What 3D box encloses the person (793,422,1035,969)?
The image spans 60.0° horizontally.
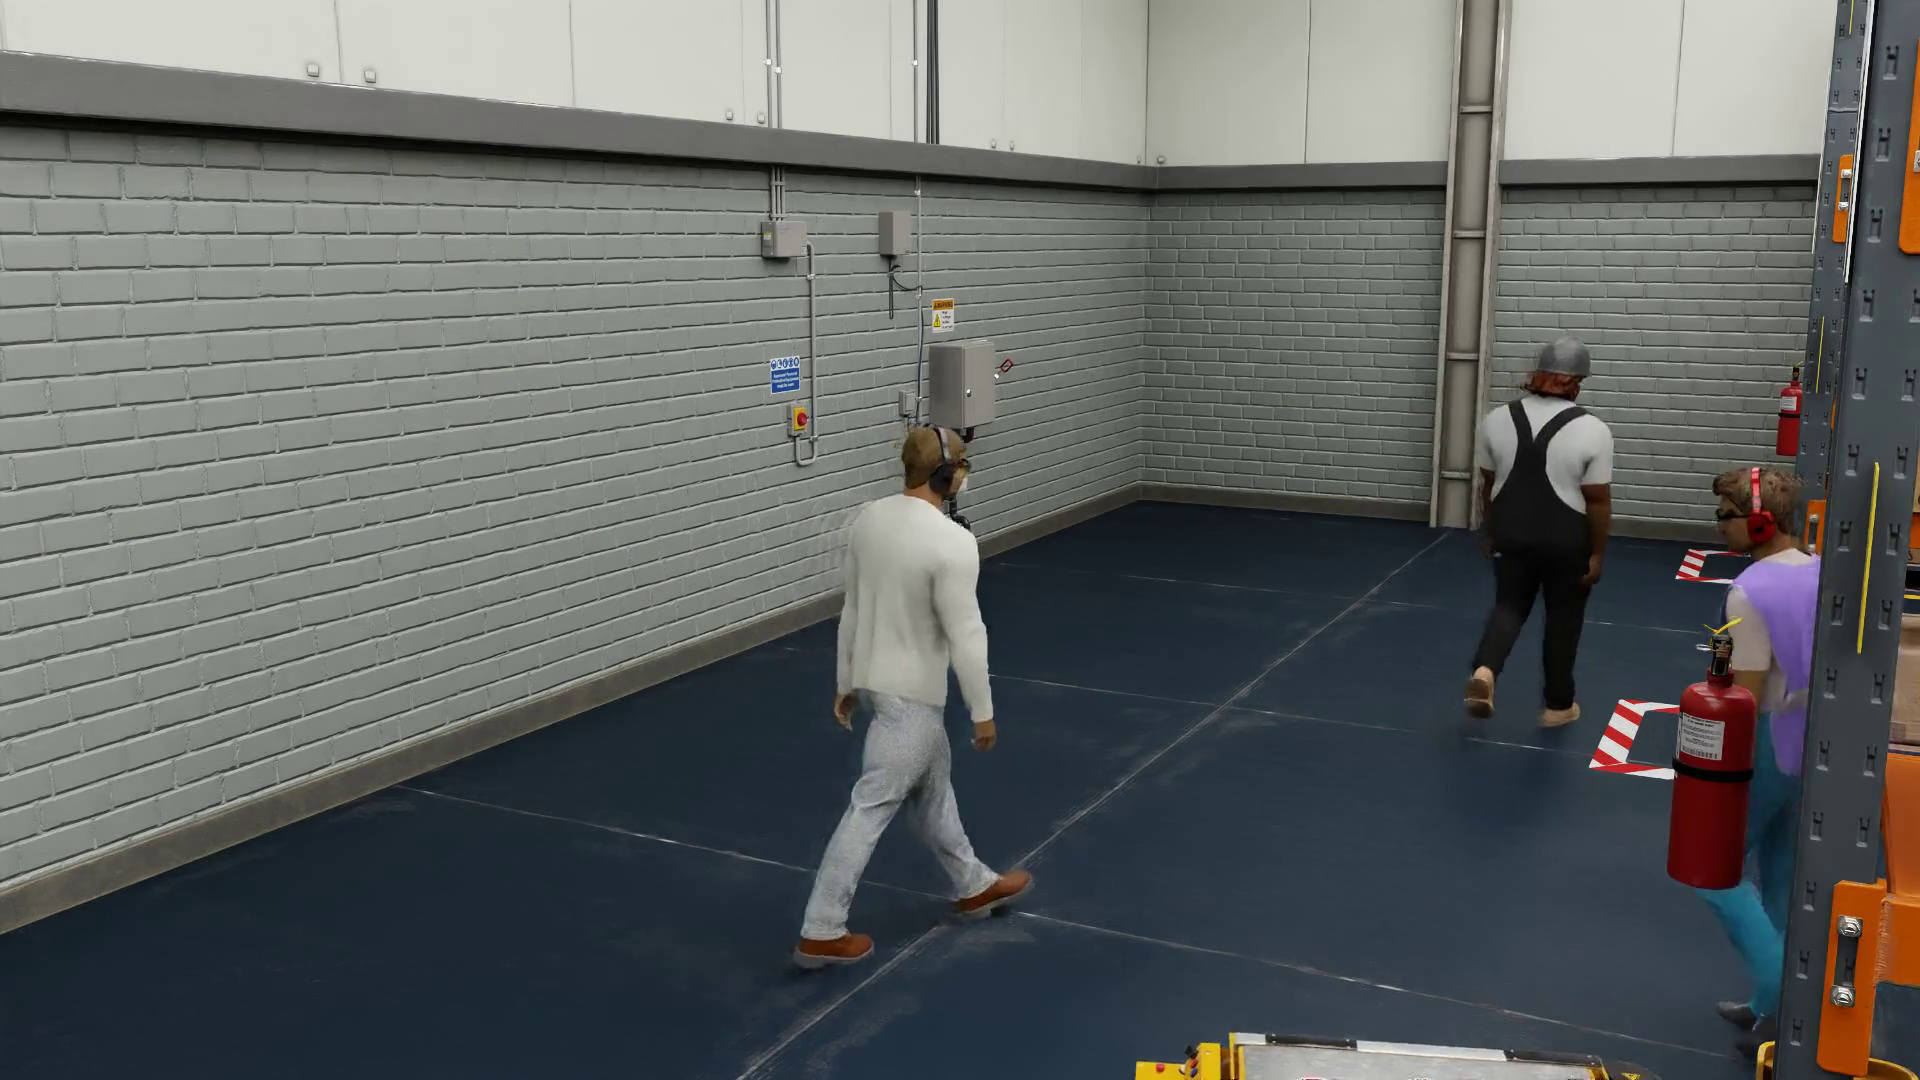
[{"bbox_3d":[-0.168,0.530,5.811,1.041,1.877,0.640,-7,12,-32],"label":"person"}]

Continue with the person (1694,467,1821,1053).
[{"bbox_3d":[2.515,0.683,5.121,0.607,1.820,0.447,-6,12,-32],"label":"person"}]

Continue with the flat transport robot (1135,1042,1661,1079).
[{"bbox_3d":[1.177,1.583,4.443,1.431,0.197,0.652,2,11,8],"label":"flat transport robot"}]

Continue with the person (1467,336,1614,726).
[{"bbox_3d":[2.947,-0.029,8.400,0.692,2.000,0.685,10,14,43],"label":"person"}]
